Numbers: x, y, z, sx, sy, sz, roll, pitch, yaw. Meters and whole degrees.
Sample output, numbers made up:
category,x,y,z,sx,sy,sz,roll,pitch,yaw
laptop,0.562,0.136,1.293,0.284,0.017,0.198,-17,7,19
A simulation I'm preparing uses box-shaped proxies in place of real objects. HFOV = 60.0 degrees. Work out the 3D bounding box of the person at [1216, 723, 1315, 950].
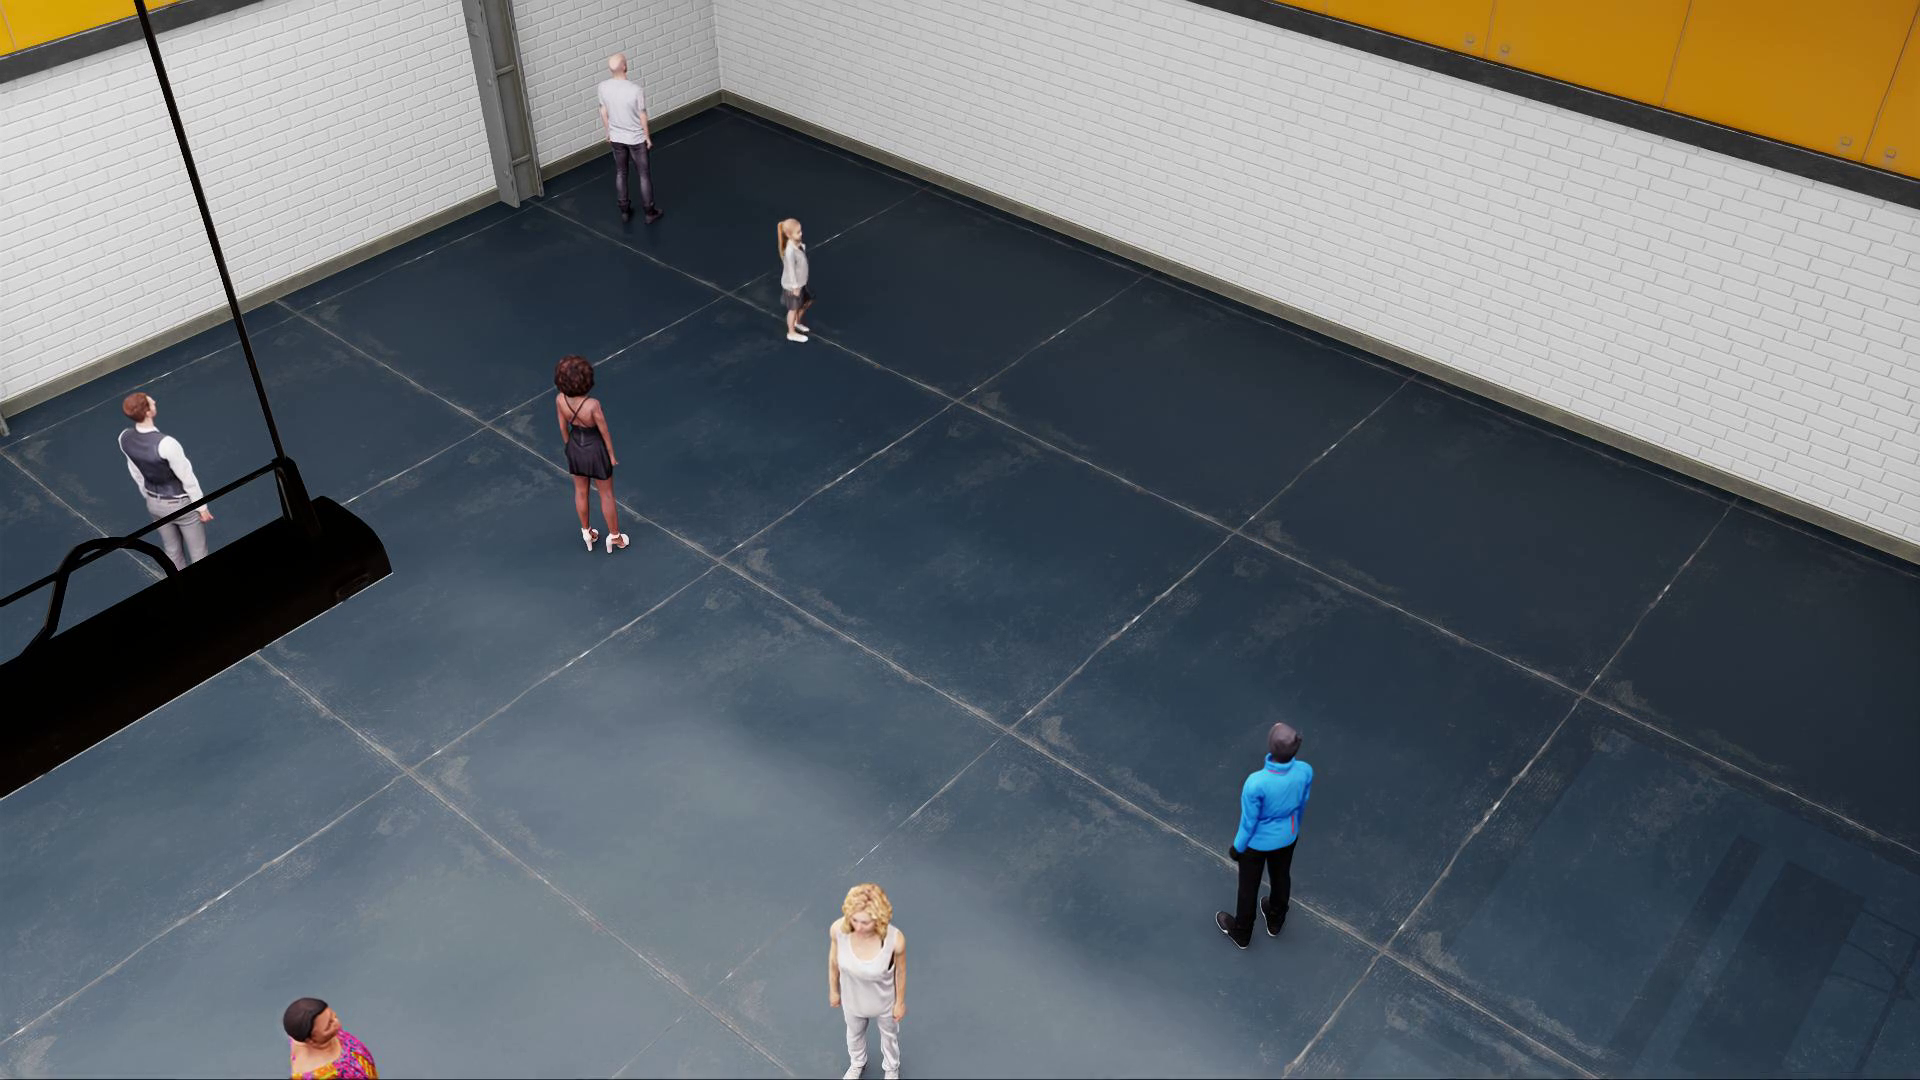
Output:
category,x,y,z,sx,sy,sz,roll,pitch,yaw
person,1.850,1.776,9.939,0.631,1.794,0.753,-15,41,-18

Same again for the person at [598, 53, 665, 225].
category,x,y,z,sx,sy,sz,roll,pitch,yaw
person,-3.476,-4.191,17.381,0.749,1.831,0.743,10,40,12

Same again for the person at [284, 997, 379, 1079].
category,x,y,z,sx,sy,sz,roll,pitch,yaw
person,-3.205,2.906,8.616,0.801,1.681,0.766,-14,41,-16

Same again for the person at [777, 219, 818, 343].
category,x,y,z,sx,sy,sz,roll,pitch,yaw
person,-1.606,-2.449,15.653,0.656,1.265,0.587,10,40,12

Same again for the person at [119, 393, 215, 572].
category,x,y,z,sx,sy,sz,roll,pitch,yaw
person,-5.870,-0.280,12.398,0.740,1.938,0.703,11,40,13

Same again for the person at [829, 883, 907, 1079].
category,x,y,z,sx,sy,sz,roll,pitch,yaw
person,-0.491,2.475,9.163,0.672,1.671,0.683,7,39,9

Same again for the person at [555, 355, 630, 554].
category,x,y,z,sx,sy,sz,roll,pitch,yaw
person,-2.898,-0.656,12.988,0.645,1.789,0.658,10,40,12
